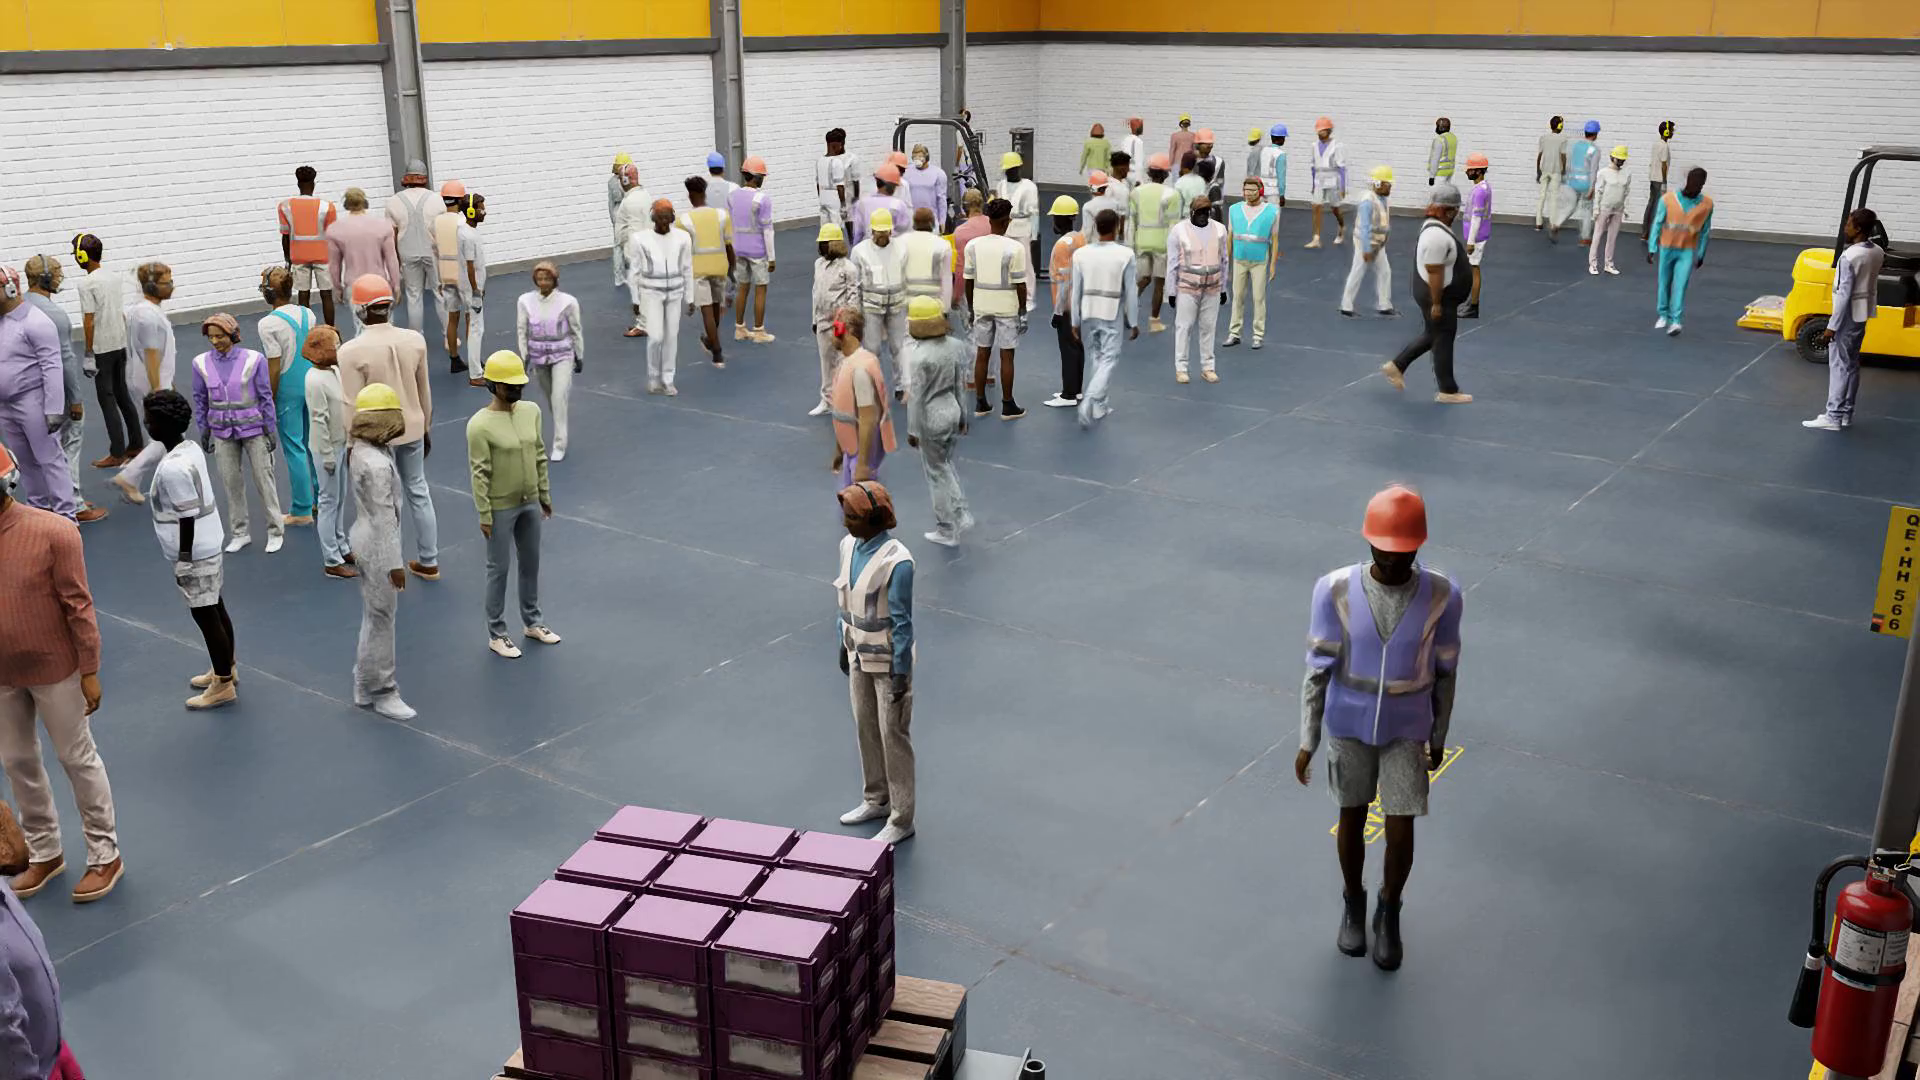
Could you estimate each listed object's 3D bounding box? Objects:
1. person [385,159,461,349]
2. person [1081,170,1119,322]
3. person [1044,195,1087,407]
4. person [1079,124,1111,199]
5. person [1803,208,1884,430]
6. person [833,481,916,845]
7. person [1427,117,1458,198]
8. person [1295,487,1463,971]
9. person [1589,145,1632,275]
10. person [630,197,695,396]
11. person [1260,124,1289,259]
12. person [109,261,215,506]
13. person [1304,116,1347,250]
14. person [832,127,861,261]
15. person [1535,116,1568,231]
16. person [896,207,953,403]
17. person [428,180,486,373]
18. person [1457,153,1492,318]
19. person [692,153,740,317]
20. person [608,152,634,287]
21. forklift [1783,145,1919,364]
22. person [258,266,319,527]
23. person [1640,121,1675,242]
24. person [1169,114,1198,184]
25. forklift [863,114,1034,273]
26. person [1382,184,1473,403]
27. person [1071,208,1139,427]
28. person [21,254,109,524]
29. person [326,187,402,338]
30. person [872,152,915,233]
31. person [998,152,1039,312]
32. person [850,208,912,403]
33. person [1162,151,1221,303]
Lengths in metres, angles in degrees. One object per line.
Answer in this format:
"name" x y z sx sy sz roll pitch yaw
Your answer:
"person" -5.744 -3.063 17.836 0.678 2.000 0.537 -2 18 -6
"person" 1.602 -3.419 19.407 0.562 1.756 0.318 -17 24 -42
"person" 0.971 -2.182 15.262 0.381 1.928 0.587 7 19 21
"person" 2.425 -6.610 29.661 0.500 1.588 0.858 -7 19 -20
"person" 7.708 -1.905 14.418 0.592 1.917 0.391 -15 23 -39
"person" -0.364 0.527 7.271 0.320 1.631 0.527 -12 22 -34
"person" 7.935 -6.037 27.477 0.430 1.836 0.626 16 24 41
"person" 1.560 0.714 6.236 0.558 1.913 0.543 5 18 14
"person" 8.978 -4.545 22.921 0.523 1.766 0.320 -3 18 -10
"person" -2.788 -2.286 15.685 0.578 1.870 0.410 -8 20 -25
"person" 4.598 -5.113 24.424 0.417 1.938 0.603 -6 19 -19
"person" -5.905 -1.112 12.110 0.586 1.826 0.509 -8 19 -24
"person" 5.696 -5.478 25.494 1.027 1.996 0.675 -16 24 -41
"person" -1.673 -4.836 23.520 0.614 1.960 0.389 12 21 33
"person" 9.756 -6.035 27.436 0.518 1.857 0.326 15 23 39
"person" -0.338 -2.243 15.690 0.625 1.776 0.978 3 18 10
"person" -4.999 -2.618 16.633 0.550 1.925 0.390 7 19 20
"person" 6.072 -3.600 19.698 0.387 1.930 0.545 6 19 18
"person" -2.897 -3.677 19.982 0.613 1.891 0.993 -3 18 -10
"person" -4.412 -4.226 21.959 0.492 1.741 0.319 13 22 35
"forklift" 9.803 -2.879 17.013 2.313 2.155 1.214 12 21 33
"person" -4.711 -1.009 11.731 0.345 1.846 0.506 5 18 16
"person" 10.999 -5.631 26.147 0.327 1.872 0.516 0 18 -1
"person" 3.988 -6.728 29.765 0.532 1.756 0.344 -3 18 -9
"forklift" -0.171 -4.594 22.377 2.313 2.155 1.214 1 18 3
"person" 4.416 -2.301 15.455 0.784 2.000 0.698 4 18 11
"person" 1.229 -1.941 14.595 0.619 1.893 0.835 11 21 30
"person" -6.372 -1.048 11.728 0.636 1.928 0.383 13 22 36
"person" -5.781 -2.480 16.225 0.646 1.904 0.868 -5 18 -14
"person" -0.862 -3.835 20.540 0.933 1.884 0.552 15 23 38
"person" 0.672 -3.711 20.074 0.681 1.914 0.430 15 23 39
"person" -0.713 -2.156 15.363 0.602 1.819 0.403 -6 19 -17
"person" 2.835 -3.848 20.592 0.722 1.908 0.616 15 23 38
